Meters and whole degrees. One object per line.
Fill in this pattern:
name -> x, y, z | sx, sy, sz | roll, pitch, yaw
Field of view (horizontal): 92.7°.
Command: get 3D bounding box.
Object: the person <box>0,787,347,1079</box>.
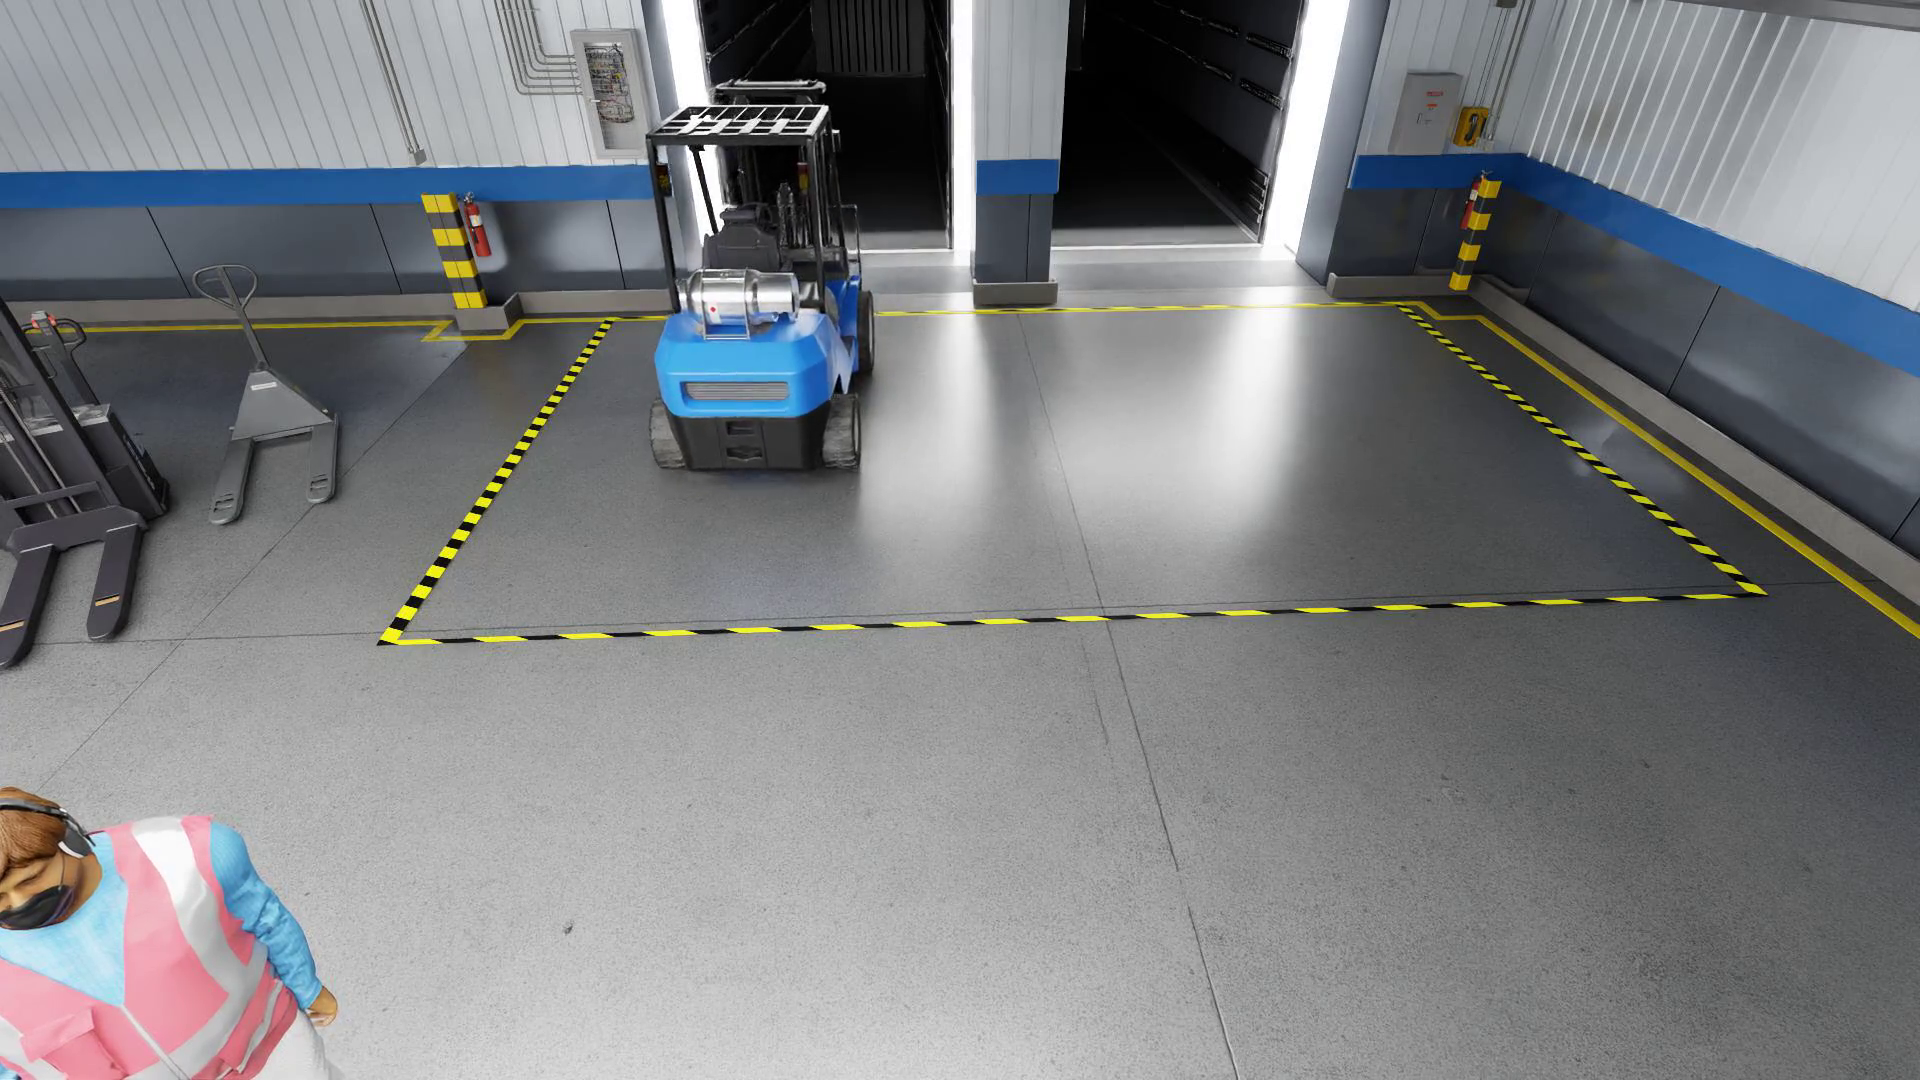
person -> -1.905, 1.283, 2.281 | 0.429, 1.844, 0.626 | 26, 43, 32

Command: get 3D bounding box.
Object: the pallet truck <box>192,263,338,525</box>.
pallet truck -> -4.778, -1.027, 6.128 | 0.680, 1.201, 1.601 | -17, 38, -23

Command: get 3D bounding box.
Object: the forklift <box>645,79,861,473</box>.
forklift -> -1.388, -1.976, 6.514 | 1.157, 2.036, 2.680 | 0, 35, 0

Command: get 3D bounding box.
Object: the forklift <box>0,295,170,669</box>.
forklift -> -5.212, -0.618, 4.878 | 0.823, 1.965, 1.885 | -20, 39, -26
